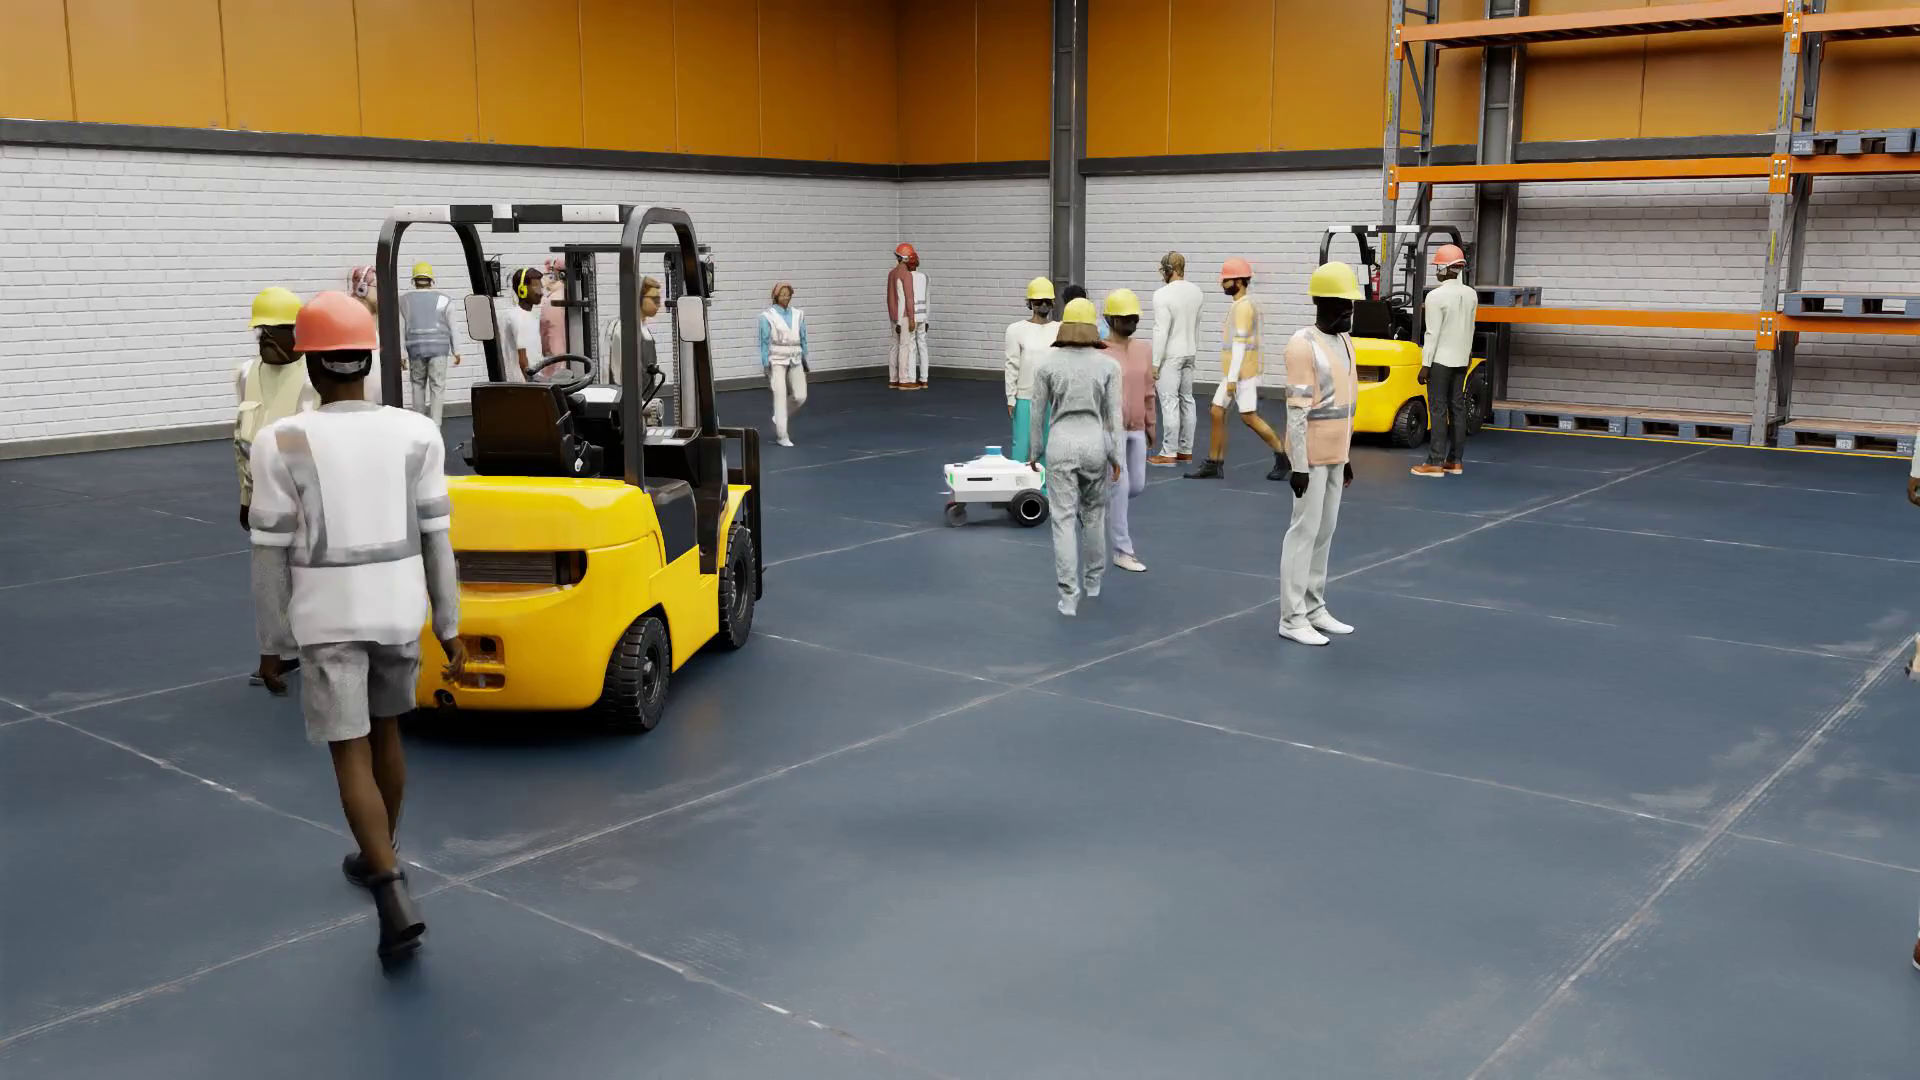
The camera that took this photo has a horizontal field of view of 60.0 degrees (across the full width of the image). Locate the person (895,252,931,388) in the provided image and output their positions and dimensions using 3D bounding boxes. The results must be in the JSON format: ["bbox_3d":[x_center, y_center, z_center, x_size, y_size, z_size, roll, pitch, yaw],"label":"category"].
[{"bbox_3d":[-0.645,-2.999,22.761,0.574,1.881,0.358,-10,14,-43],"label":"person"}]

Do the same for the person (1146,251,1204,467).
[{"bbox_3d":[1.928,-1.626,15.002,0.373,1.937,0.630,10,14,43],"label":"person"}]

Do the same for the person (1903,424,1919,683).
[{"bbox_3d":[4.670,-0.301,7.534,0.659,1.994,0.498,4,11,19],"label":"person"}]

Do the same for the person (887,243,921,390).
[{"bbox_3d":[-0.771,-3.054,22.756,0.398,1.989,0.621,-6,12,-29],"label":"person"}]

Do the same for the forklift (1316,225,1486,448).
[{"bbox_3d":[4.449,-2.115,16.993,1.214,2.155,2.313,8,13,38],"label":"forklift"}]

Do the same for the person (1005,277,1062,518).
[{"bbox_3d":[0.581,-1.032,12.179,0.524,1.769,0.315,-3,11,-19],"label":"person"}]

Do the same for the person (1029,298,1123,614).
[{"bbox_3d":[0.635,-0.481,9.271,0.502,1.709,0.782,-1,10,-4],"label":"person"}]

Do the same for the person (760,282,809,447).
[{"bbox_3d":[-1.764,-1.745,16.519,0.537,1.625,0.448,-9,13,-40],"label":"person"}]

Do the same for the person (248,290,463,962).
[{"bbox_3d":[-1.727,0.233,4.827,0.556,1.905,0.943,-7,13,-36],"label":"person"}]

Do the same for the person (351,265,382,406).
[{"bbox_3d":[-3.838,-0.795,10.535,0.592,1.878,0.681,4,11,19],"label":"person"}]

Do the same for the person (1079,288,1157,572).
[{"bbox_3d":[0.963,-0.701,10.396,0.532,1.743,0.666,-7,13,-35],"label":"person"}]

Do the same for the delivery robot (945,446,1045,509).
[{"bbox_3d":[0.245,-0.433,11.956,0.707,0.478,0.477,-1,10,-5],"label":"delivery robot"}]

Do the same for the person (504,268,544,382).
[{"bbox_3d":[-3.222,-1.150,12.683,0.971,1.816,0.559,0,10,0],"label":"person"}]

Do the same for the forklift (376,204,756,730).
[{"bbox_3d":[-1.766,-0.406,7.525,1.214,2.155,2.313,1,10,7],"label":"forklift"}]

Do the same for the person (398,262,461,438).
[{"bbox_3d":[-5.464,-1.951,17.154,0.602,1.812,0.661,-2,10,-10],"label":"person"}]

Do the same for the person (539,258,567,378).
[{"bbox_3d":[-3.552,-1.623,15.143,0.903,1.872,0.648,3,11,14],"label":"person"}]

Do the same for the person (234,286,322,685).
[{"bbox_3d":[-3.042,-0.234,7.578,0.592,1.832,0.404,3,11,15],"label":"person"}]

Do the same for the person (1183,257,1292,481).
[{"bbox_3d":[2.420,-1.430,14.035,0.937,1.903,0.557,1,10,4],"label":"person"}]

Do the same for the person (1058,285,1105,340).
[{"bbox_3d":[1.020,-1.375,14.406,0.528,1.657,0.885,-2,10,-11],"label":"person"}]

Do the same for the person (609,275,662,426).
[{"bbox_3d":[-2.297,-0.898,11.351,0.886,1.810,0.508,2,10,9],"label":"person"}]

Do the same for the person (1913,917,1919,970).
[{"bbox_3d":[2.871,0.307,4.475,0.533,1.870,0.315,-5,11,-24],"label":"person"}]

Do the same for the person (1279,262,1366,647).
[{"bbox_3d":[1.848,-0.438,8.438,0.377,1.925,0.594,7,13,36],"label":"person"}]

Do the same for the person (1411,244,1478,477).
[{"bbox_3d":[4.196,-1.544,14.382,0.612,1.995,0.378,-8,13,-36],"label":"person"}]
